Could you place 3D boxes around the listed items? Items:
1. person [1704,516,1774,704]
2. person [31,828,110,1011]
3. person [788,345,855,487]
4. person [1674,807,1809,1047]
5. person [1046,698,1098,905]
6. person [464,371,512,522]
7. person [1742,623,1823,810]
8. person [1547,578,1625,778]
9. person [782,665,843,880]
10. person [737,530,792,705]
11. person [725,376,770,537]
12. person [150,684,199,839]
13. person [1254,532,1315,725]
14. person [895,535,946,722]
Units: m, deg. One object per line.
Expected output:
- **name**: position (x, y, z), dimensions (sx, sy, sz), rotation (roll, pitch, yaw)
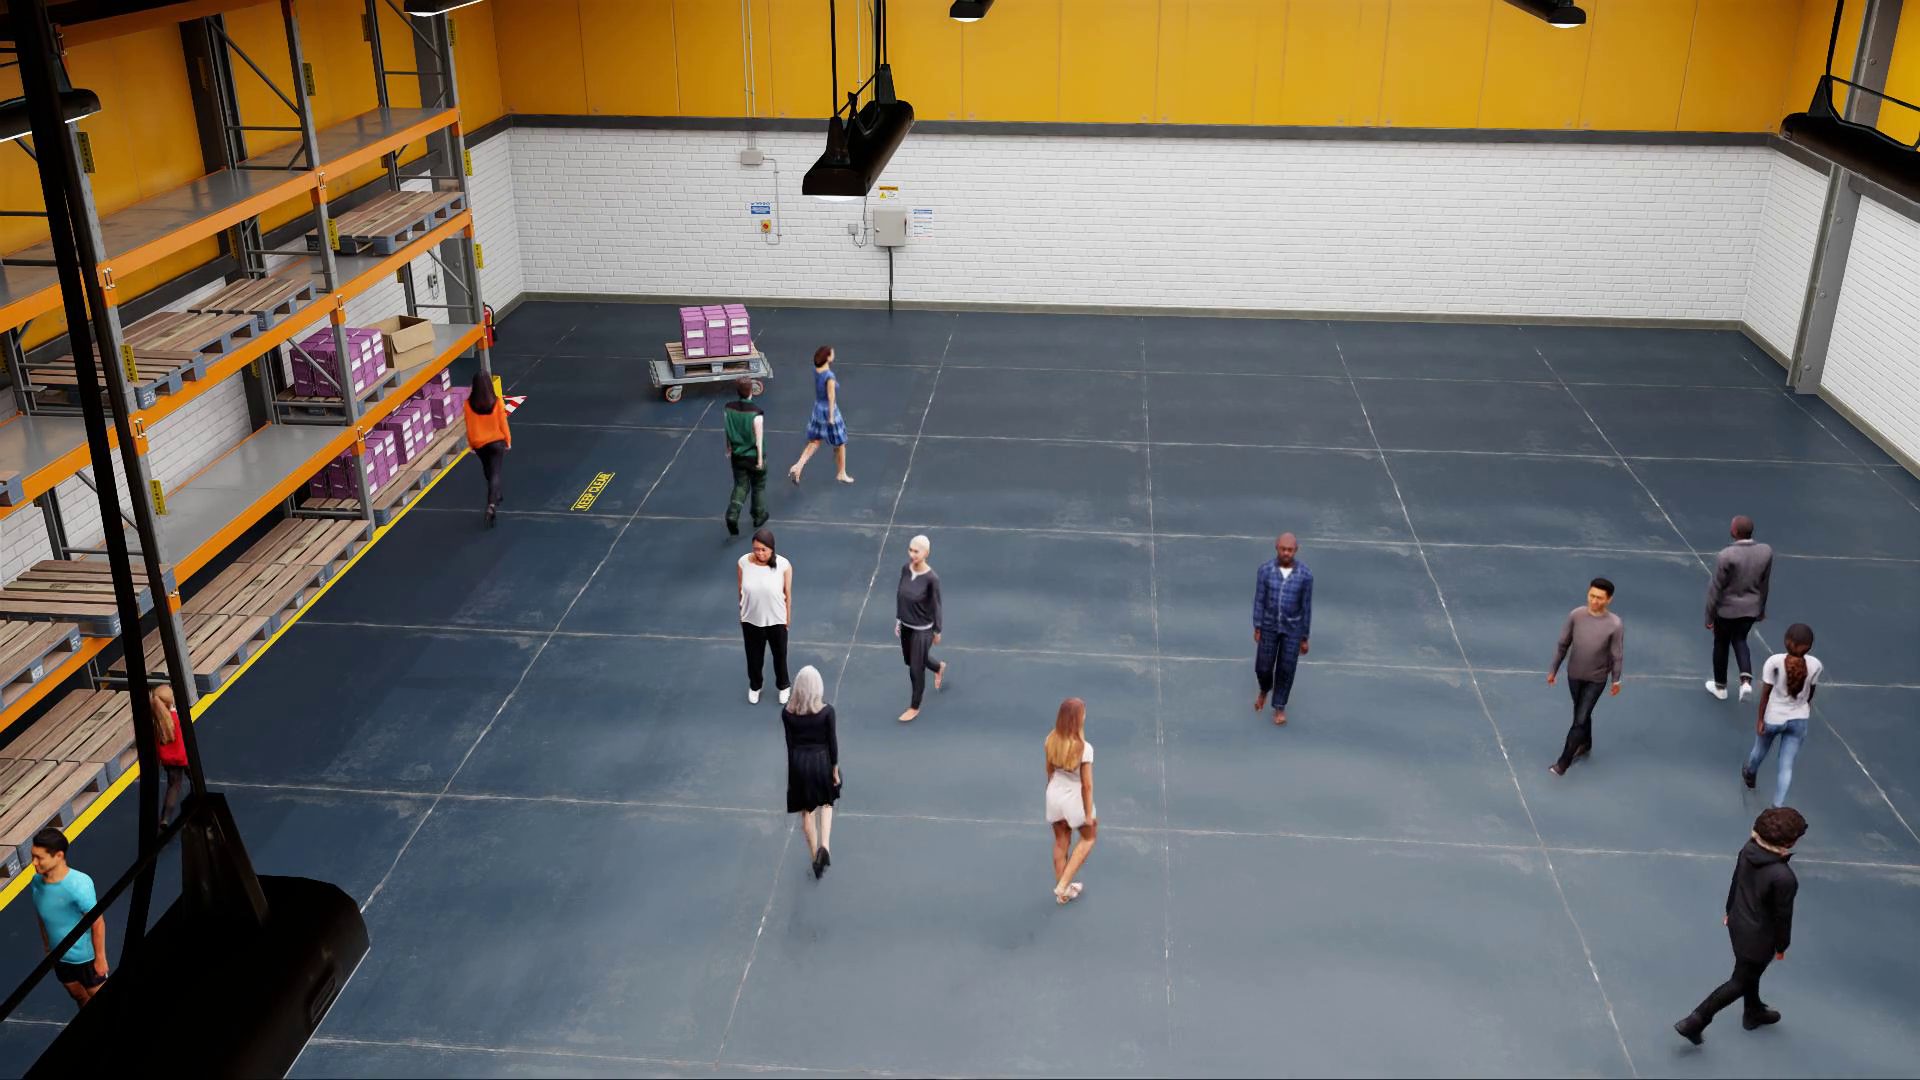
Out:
- **person**: position (6.981, 0.677, 14.882), dimensions (0.768, 1.796, 0.849), rotation (1, 24, 2)
- **person**: position (-5.579, 2.591, 10.534), dimensions (0.667, 1.773, 0.597), rotation (8, 25, 18)
- **person**: position (-1.664, -1.420, 19.704), dimensions (1.142, 1.777, 1.091), rotation (-18, 29, -35)
- **person**: position (5.067, 2.527, 10.708), dimensions (0.897, 1.750, 1.125), rotation (-5, 24, -11)
- **person**: position (0.749, 1.945, 12.114), dimensions (0.716, 1.690, 0.764), rotation (18, 29, 35)
- **person**: position (-5.377, -1.030, 18.901), dimensions (0.656, 1.706, 1.098), rotation (2, 24, 3)
- **person**: position (6.539, 1.499, 13.154), dimensions (0.710, 1.675, 1.152), rotation (6, 24, 13)
- **person**: position (5.316, 1.115, 13.963), dimensions (1.184, 1.730, 1.097), rotation (5, 24, 11)
- **person**: position (-1.119, 1.783, 12.426), dimensions (0.598, 1.738, 0.716), rotation (1, 24, 2)
- **person**: position (-1.761, 0.680, 15.013), dimensions (0.650, 1.685, 0.607), rotation (3, 24, 7)
- **person**: position (-2.406, -0.920, 18.500), dimensions (0.840, 1.825, 1.116), rotation (9, 25, 20)
- **person**: position (-6.188, 1.739, 13.114), dimensions (0.497, 1.268, 0.814), rotation (1, 24, 3)
- **person**: position (2.850, 0.737, 14.732), dimensions (0.687, 1.806, 0.694), rotation (4, 24, 10)
- **person**: position (-0.331, 0.730, 14.876), dimensions (0.956, 1.704, 1.055), rotation (20, 31, 38)
